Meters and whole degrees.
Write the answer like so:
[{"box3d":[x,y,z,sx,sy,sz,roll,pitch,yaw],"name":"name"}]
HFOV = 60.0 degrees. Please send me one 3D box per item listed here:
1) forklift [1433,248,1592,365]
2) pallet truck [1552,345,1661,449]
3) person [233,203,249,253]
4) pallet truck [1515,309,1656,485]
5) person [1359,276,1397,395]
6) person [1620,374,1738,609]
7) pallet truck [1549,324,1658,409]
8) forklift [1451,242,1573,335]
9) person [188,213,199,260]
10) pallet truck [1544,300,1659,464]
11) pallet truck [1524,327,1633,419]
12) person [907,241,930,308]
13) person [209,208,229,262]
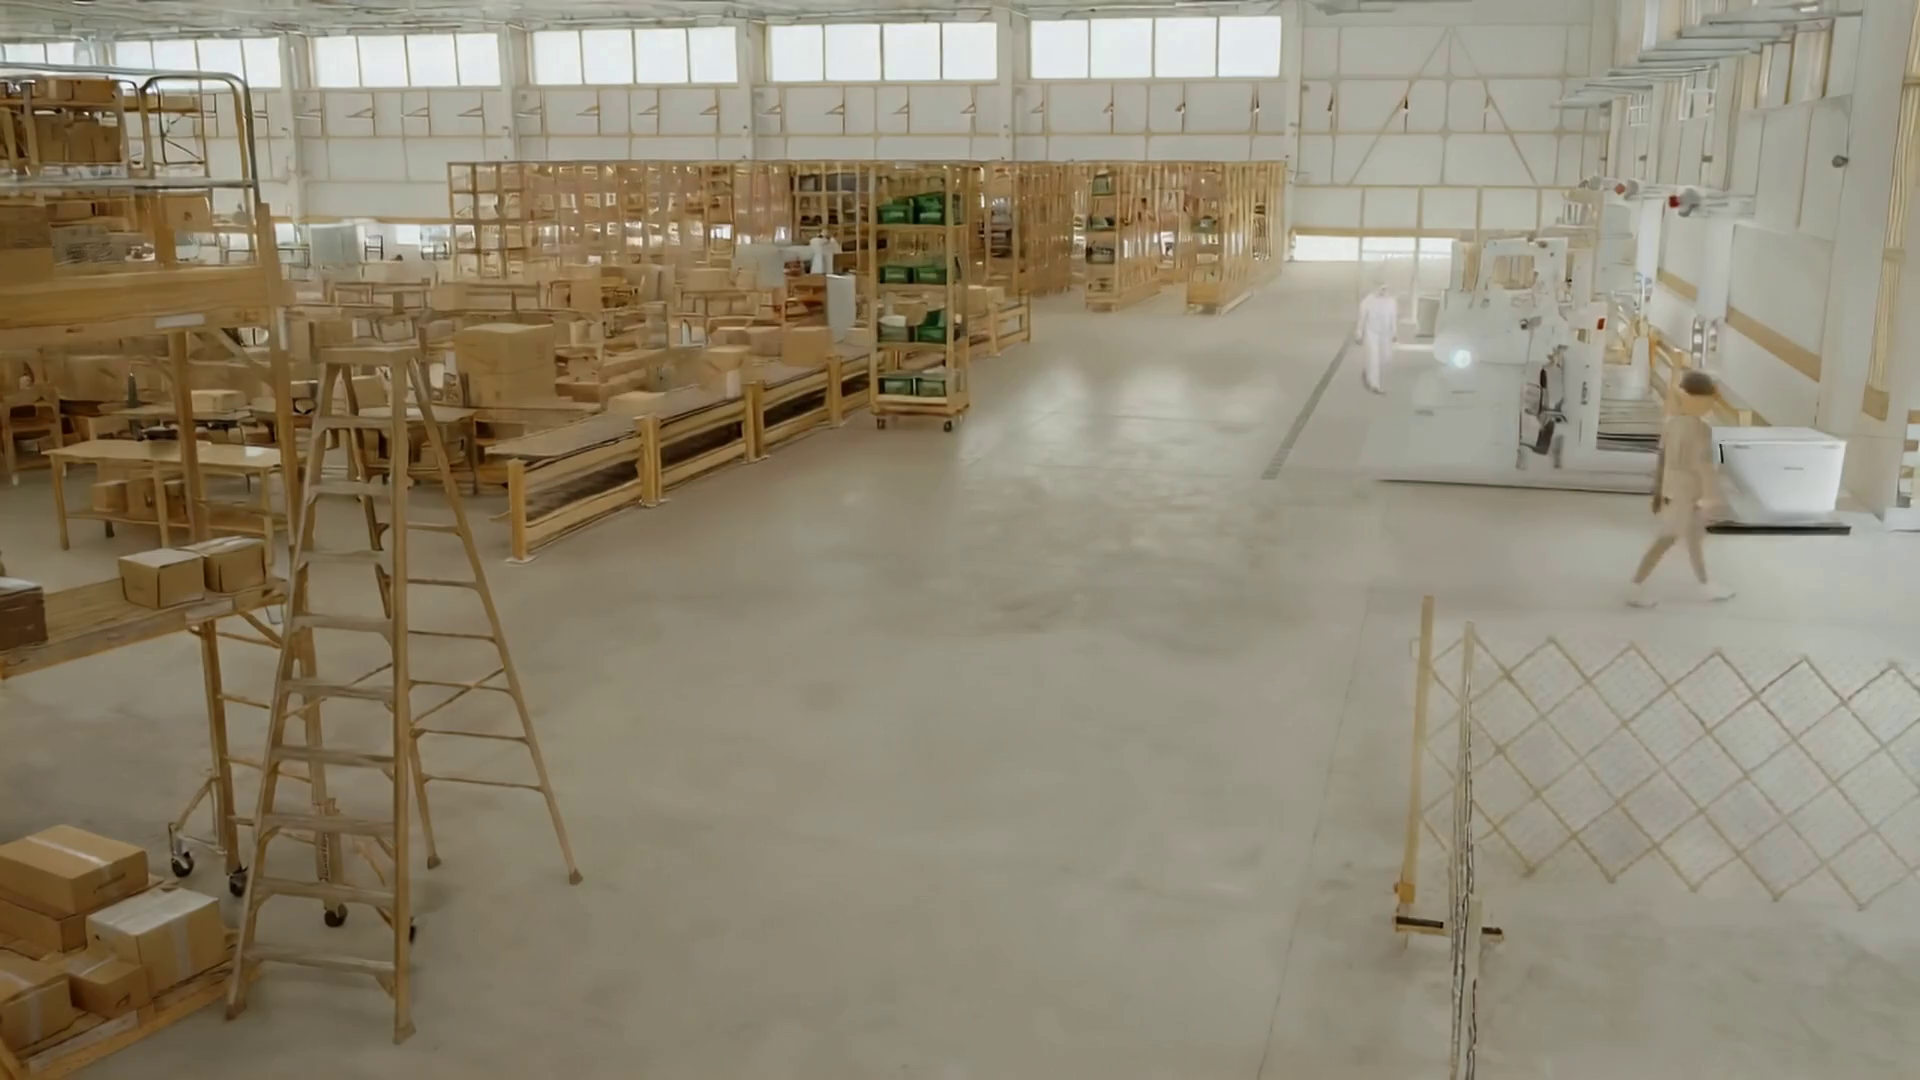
[{"box3d":[9.780,-4.111,29.280,2.680,1.987,1.157,3,13,14],"name":"forklift"},{"box3d":[8.641,-1.896,21.908,1.630,1.274,0.653,4,14,16],"name":"pallet truck"},{"box3d":[-27.873,-12.106,64.596,0.646,1.941,0.990,-8,15,-31],"name":"person"},{"box3d":[7.554,-1.677,19.446,1.885,1.965,0.823,3,13,14],"name":"pallet truck"},{"box3d":[6.673,-3.303,26.724,0.647,1.889,0.762,-5,14,-20],"name":"person"},{"box3d":[6.076,-0.390,13.929,1.068,1.993,0.614,0,13,0],"name":"person"},{"box3d":[9.824,-2.669,25.407,1.601,1.201,0.680,4,14,16],"name":"pallet truck"},{"box3d":[10.464,-4.597,31.405,2.680,1.987,1.157,4,14,16],"name":"forklift"},{"box3d":[-27.705,-10.955,60.152,0.336,1.718,0.621,0,13,0],"name":"person"},{"box3d":[8.263,-1.952,20.631,1.885,1.965,0.823,5,14,20],"name":"pallet truck"},{"box3d":[9.065,-2.460,24.370,1.522,1.261,0.704,3,13,14],"name":"pallet truck"},{"box3d":[-1.004,-6.274,39.847,1.007,1.747,0.598,2,13,10],"name":"person"},{"box3d":[-26.015,-10.677,58.432,0.609,1.943,0.402,-5,14,-21],"name":"person"}]
